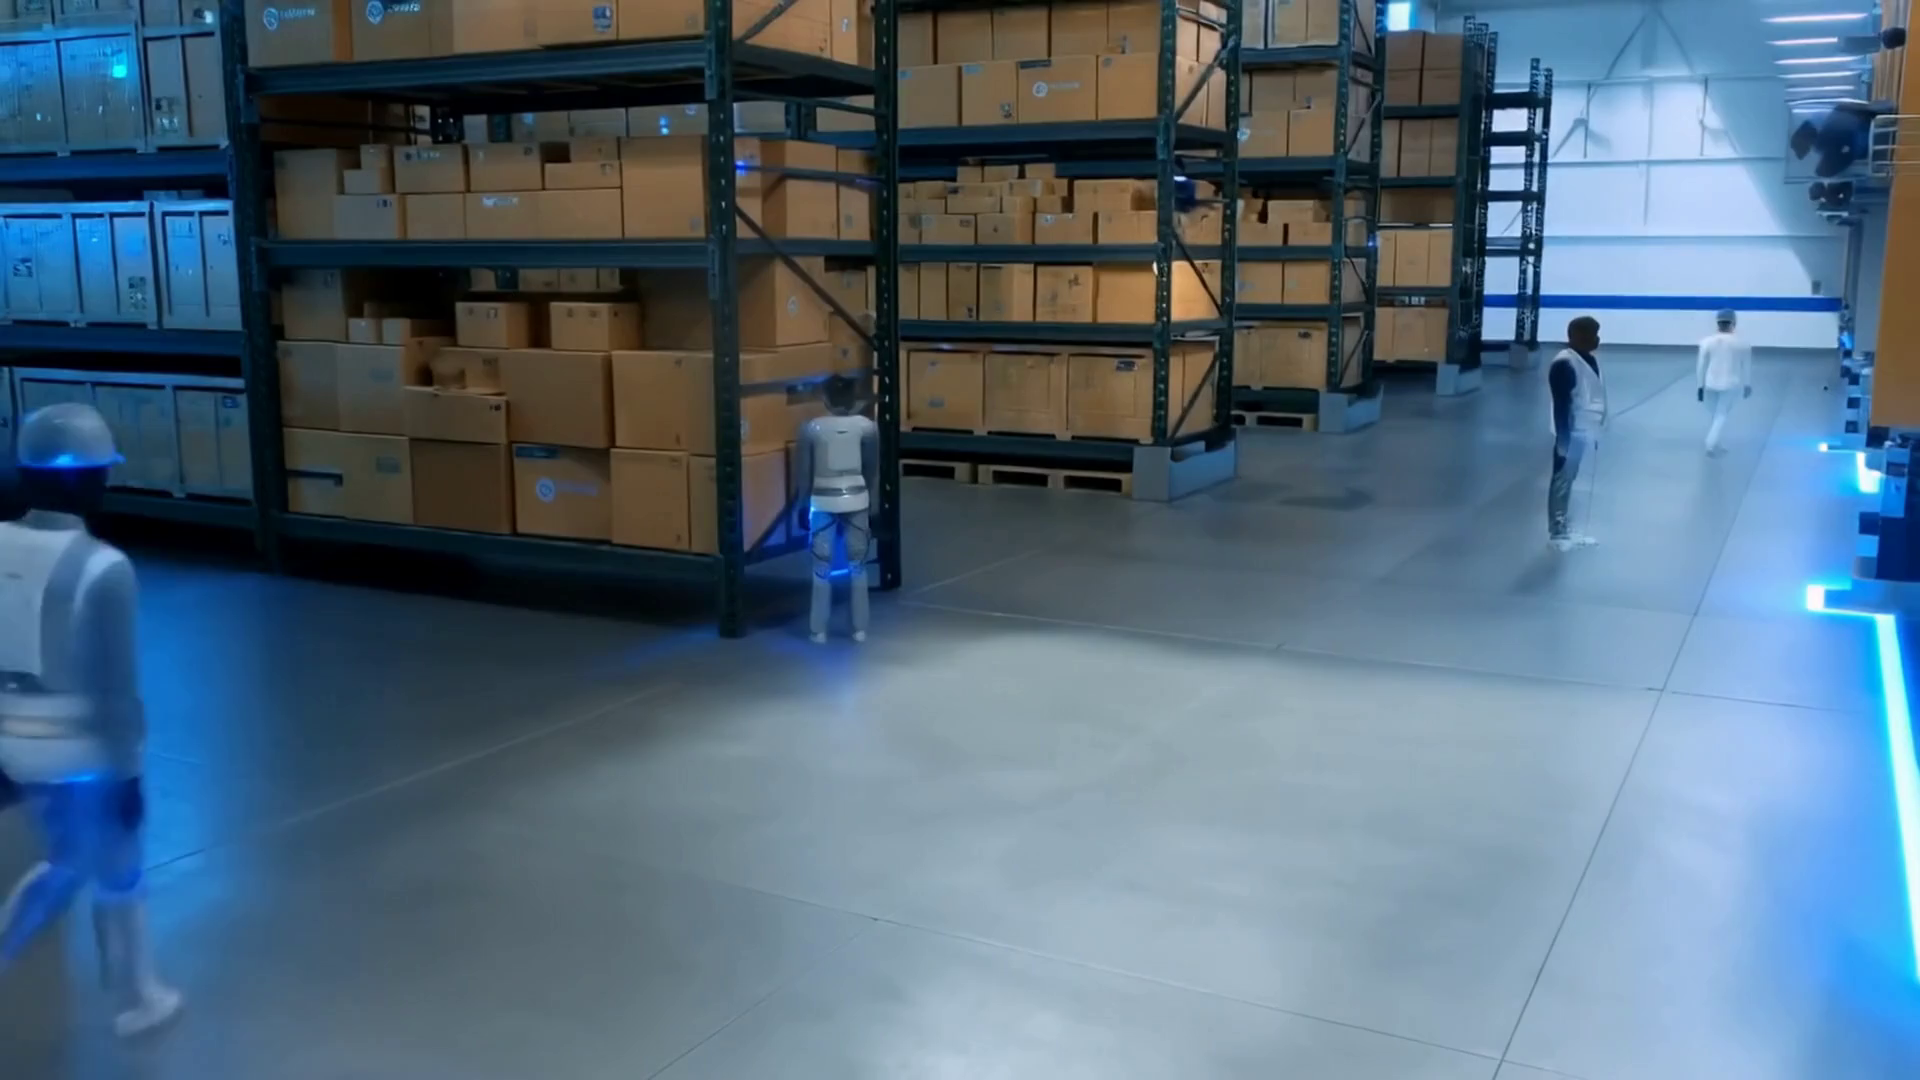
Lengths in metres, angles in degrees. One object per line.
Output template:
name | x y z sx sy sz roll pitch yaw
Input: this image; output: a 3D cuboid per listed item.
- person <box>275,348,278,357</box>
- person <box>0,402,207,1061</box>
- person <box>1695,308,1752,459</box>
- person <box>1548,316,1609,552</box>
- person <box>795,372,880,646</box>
person | -8.024 -1.984 19.463 0.365 1.933 0.551 -3 10 -17
person | -2.508 0.587 4.602 0.618 1.933 0.704 4 11 24
person | 8.708 -1.781 19.016 0.903 1.714 0.546 -9 13 -42
person | 4.864 -0.835 13.089 0.429 1.844 0.626 9 13 42
person | -0.723 -0.176 9.884 0.518 1.632 0.314 -3 10 -18
